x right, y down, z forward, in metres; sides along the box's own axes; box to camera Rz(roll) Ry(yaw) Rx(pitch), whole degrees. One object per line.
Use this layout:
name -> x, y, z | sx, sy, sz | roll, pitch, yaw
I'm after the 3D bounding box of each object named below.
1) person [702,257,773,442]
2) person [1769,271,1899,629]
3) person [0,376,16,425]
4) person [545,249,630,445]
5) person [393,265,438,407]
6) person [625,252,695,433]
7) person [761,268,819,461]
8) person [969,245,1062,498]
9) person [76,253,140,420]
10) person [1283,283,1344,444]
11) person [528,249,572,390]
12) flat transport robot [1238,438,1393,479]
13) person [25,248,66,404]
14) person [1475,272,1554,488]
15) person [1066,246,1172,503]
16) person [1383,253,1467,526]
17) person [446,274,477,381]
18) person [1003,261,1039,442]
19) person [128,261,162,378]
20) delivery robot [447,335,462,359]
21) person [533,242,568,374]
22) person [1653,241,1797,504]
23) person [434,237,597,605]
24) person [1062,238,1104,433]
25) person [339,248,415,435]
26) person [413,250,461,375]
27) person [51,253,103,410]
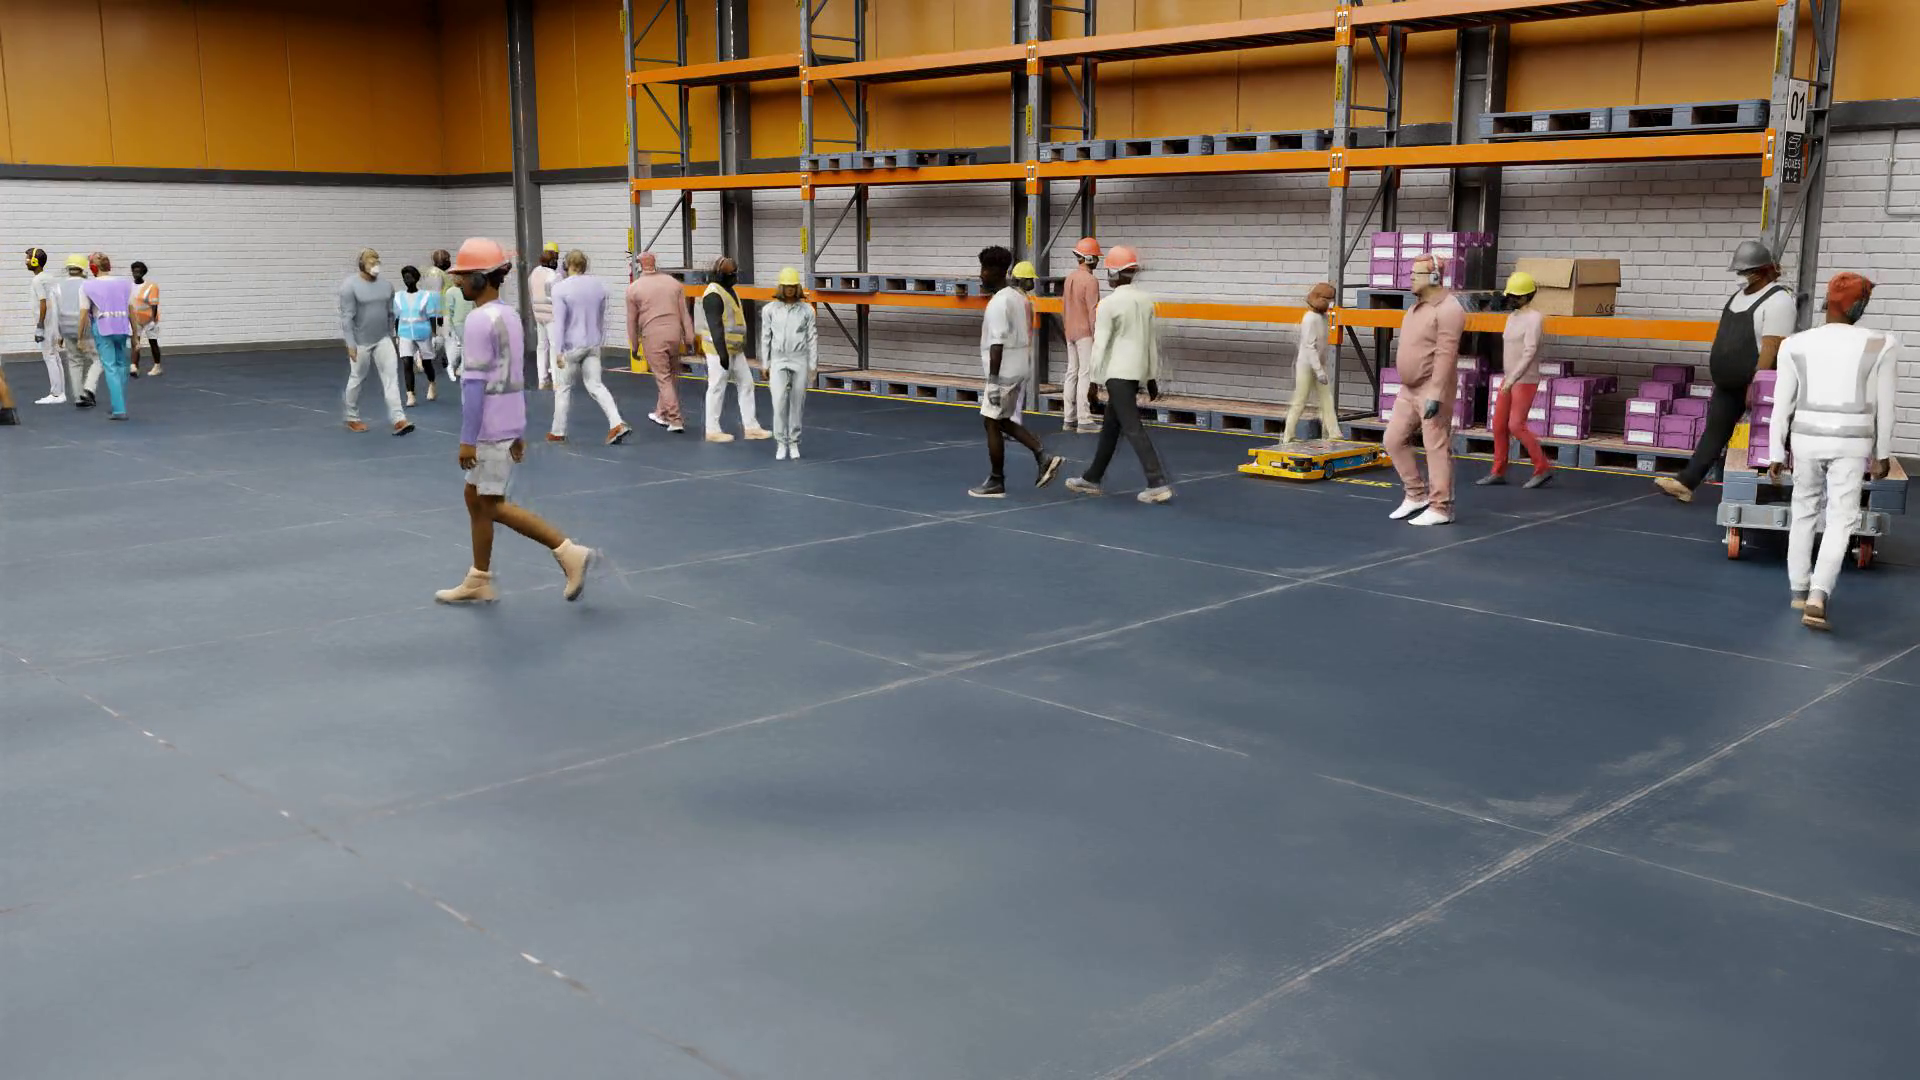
person -> -2.165, -1.836, 16.197 | 0.790, 1.807, 0.644 | 2, 11, 10
person -> 4.536, -0.476, 8.695 | 0.571, 1.854, 0.927 | 8, 13, 37
person -> -10.555, -2.140, 17.608 | 0.963, 1.887, 0.576 | -1, 10, -5
person -> -3.633, -1.857, 16.074 | 0.891, 1.908, 0.635 | 9, 14, 41
person -> -6.503, -2.450, 19.907 | 0.534, 1.670, 0.747 | -1, 10, -5
person -> -3.157, -2.049, 17.254 | 0.695, 1.836, 0.962 | -9, 14, -40
person -> -1.517, -1.575, 14.964 | 0.507, 1.723, 0.591 | -2, 11, -12
person -> 0.402, -1.279, 12.760 | 0.613, 1.949, 0.635 | 3, 11, 18
person -> -9.427, -2.230, 18.279 | 0.717, 1.822, 0.600 | 7, 12, 33
person -> 3.279, -1.525, 15.101 | 0.814, 1.593, 0.507 | 8, 13, 37
person -> -5.371, -2.885, 21.843 | 0.621, 1.838, 0.428 | 8, 13, 37
flat transport robot -> 3.070, -0.706, 14.224 | 1.431, 0.197, 0.652 | -10, 14, -44
person -> -11.051, -2.578, 20.064 | 0.330, 1.874, 0.518 | -3, 11, -14
person -> 4.488, -1.265, 13.267 | 0.547, 1.738, 0.544 | -2, 11, -9
person -> 1.248, -1.263, 12.705 | 1.049, 1.946, 0.633 | 9, 14, 40
person -> 3.230, -1.032, 11.558 | 0.496, 1.894, 0.639 | -3, 11, -14
person -> -6.841, -2.948, 22.838 | 0.801, 1.601, 0.505 | 8, 13, 37
person -> 0.608, -1.849, 16.375 | 0.326, 1.767, 0.533 | -3, 11, -14
person -> -11.641, -3.135, 23.667 | 0.542, 1.647, 0.823 | 0, 10, -1
delivery robot -> -7.681, -2.980, 25.591 | 0.477, 0.478, 0.707 | -1, 11, -8
person -> -5.958, -3.403, 24.416 | 0.594, 1.922, 0.384 | -4, 11, -20
person -> 5.754, -1.226, 12.232 | 1.028, 2.000, 0.695 | -1, 10, -8
person -> -2.439, -0.613, 8.971 | 0.860, 2.016, 0.613 | 0, 10, -2
person -> 1.285, -2.105, 17.145 | 0.396, 1.992, 0.619 | -5, 11, -24
person -> -5.974, -2.000, 16.886 | 1.019, 1.894, 0.644 | 8, 13, 38
person -> -7.550, -3.282, 24.070 | 0.753, 1.821, 0.626 | -2, 11, -12
person -> -10.176, -2.406, 19.274 | 0.631, 1.810, 0.476 | -1, 10, -4
